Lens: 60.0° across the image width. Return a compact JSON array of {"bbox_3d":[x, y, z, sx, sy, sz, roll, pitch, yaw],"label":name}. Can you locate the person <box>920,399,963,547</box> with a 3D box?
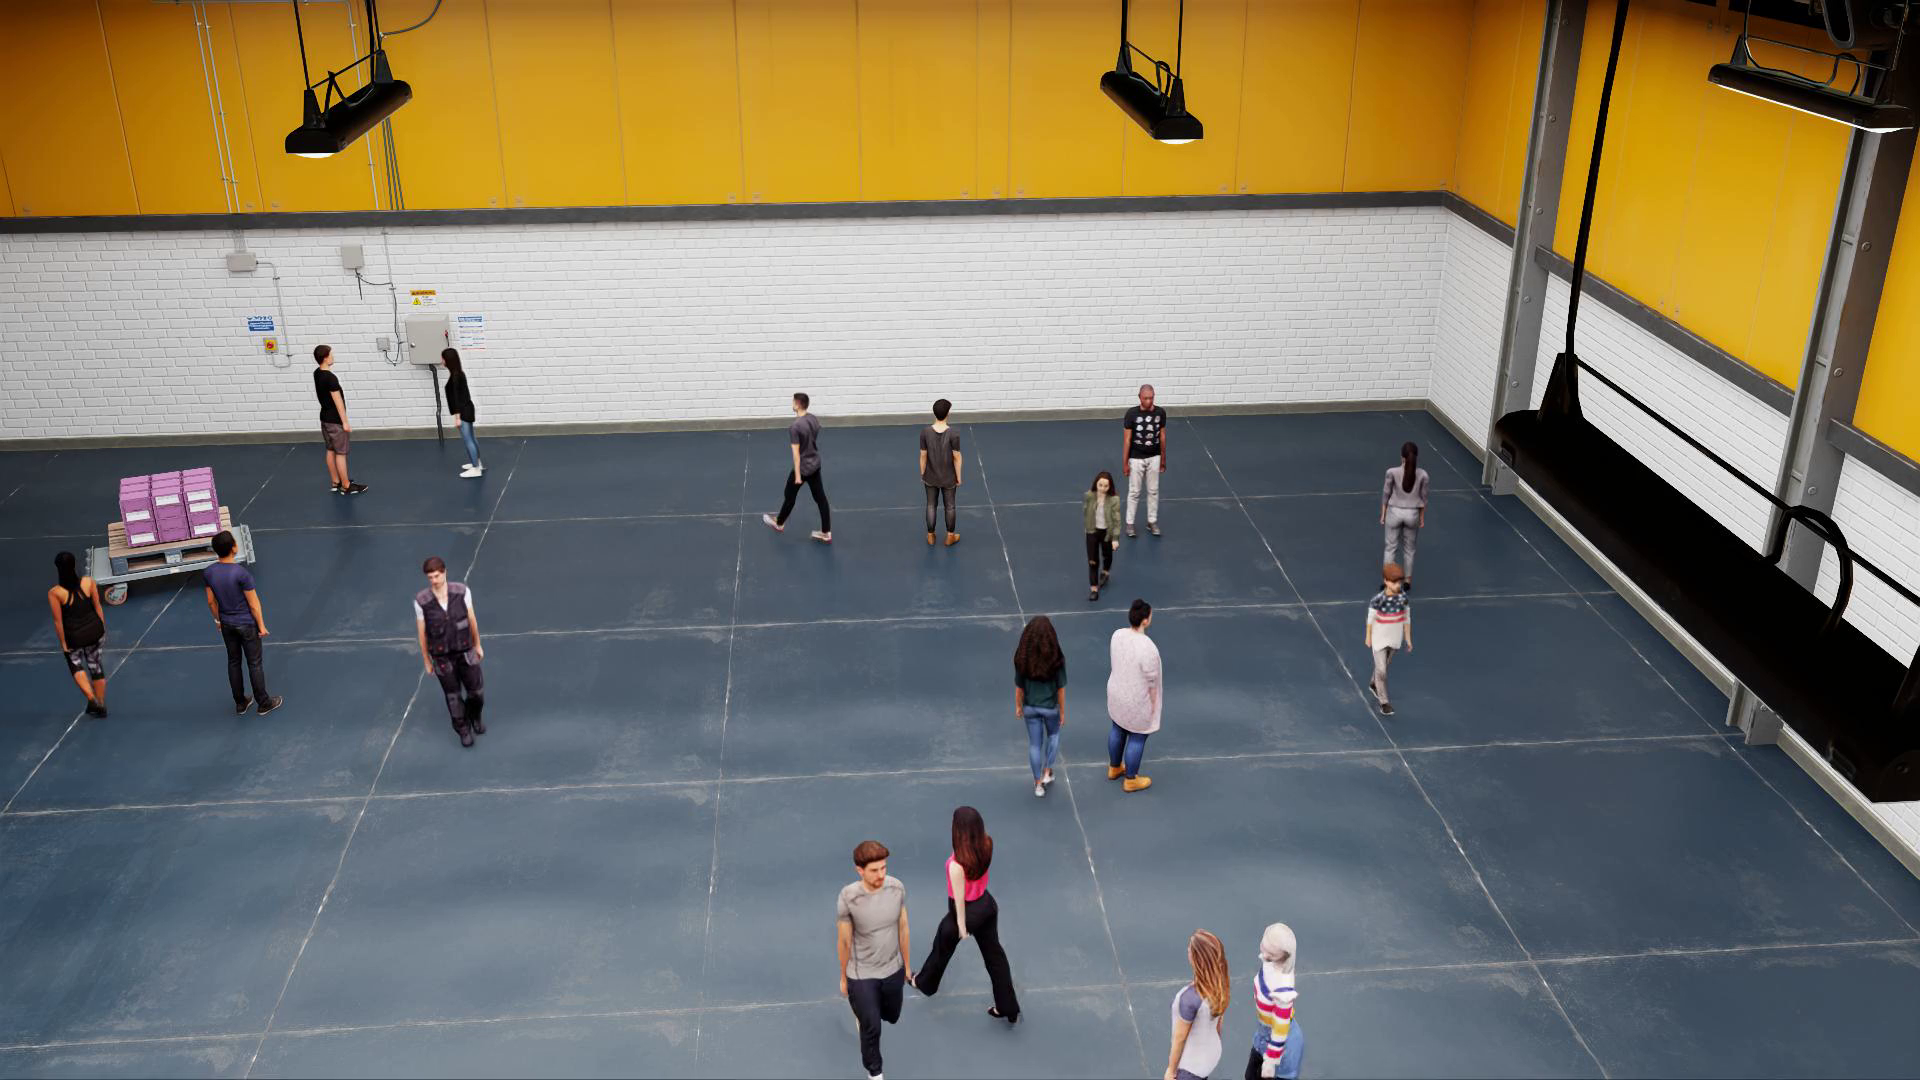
[{"bbox_3d":[-0.219,-0.762,18.715,0.690,1.715,0.649,5,24,11],"label":"person"}]

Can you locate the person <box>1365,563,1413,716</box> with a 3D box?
[{"bbox_3d":[3.927,0.857,15.395,0.614,1.409,0.910,-6,24,-14],"label":"person"}]

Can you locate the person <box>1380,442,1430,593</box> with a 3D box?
[{"bbox_3d":[4.668,-0.230,17.549,0.676,1.675,0.654,4,24,8],"label":"person"}]

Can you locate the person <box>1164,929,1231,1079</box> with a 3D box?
[{"bbox_3d":[1.462,3.116,9.863,1.008,1.701,0.972,17,29,34],"label":"person"}]

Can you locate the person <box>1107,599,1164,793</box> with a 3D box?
[{"bbox_3d":[1.442,1.292,13.982,0.848,1.743,0.747,-16,28,-33],"label":"person"}]

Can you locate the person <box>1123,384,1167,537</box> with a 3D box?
[{"bbox_3d":[2.105,-0.930,18.992,0.671,1.801,0.612,-4,24,-8],"label":"person"}]

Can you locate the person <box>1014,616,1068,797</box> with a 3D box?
[{"bbox_3d":[0.671,1.419,13.863,0.653,1.607,0.675,2,24,5],"label":"person"}]

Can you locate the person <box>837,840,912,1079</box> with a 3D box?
[{"bbox_3d":[-0.592,2.689,10.622,0.864,1.875,1.108,-10,26,-22],"label":"person"}]

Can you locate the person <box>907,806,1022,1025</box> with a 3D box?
[{"bbox_3d":[0.135,2.570,11.227,1.126,1.608,1.080,18,29,35],"label":"person"}]

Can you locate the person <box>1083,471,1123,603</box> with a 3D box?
[{"bbox_3d":[1.490,-0.086,17.541,0.823,1.417,1.089,8,25,17],"label":"person"}]

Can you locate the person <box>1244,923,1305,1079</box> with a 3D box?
[{"bbox_3d":[1.970,3.004,10.036,0.726,1.767,0.555,2,24,5],"label":"person"}]

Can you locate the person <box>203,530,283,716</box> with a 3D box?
[{"bbox_3d":[-6.576,0.758,15.142,0.684,1.793,0.605,3,24,7],"label":"person"}]

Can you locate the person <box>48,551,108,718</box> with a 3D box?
[{"bbox_3d":[-7.922,0.871,15.060,0.717,1.653,0.769,-21,31,-40],"label":"person"}]

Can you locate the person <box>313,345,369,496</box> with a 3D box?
[{"bbox_3d":[-7.604,-1.472,20.158,0.754,1.862,0.831,21,31,40],"label":"person"}]

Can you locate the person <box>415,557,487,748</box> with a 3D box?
[{"bbox_3d":[-4.499,0.945,14.665,0.784,1.832,0.789,-11,26,-24],"label":"person"}]

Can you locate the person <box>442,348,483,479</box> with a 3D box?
[{"bbox_3d":[-6.188,-1.603,20.735,0.645,1.640,0.498,-4,24,-9],"label":"person"}]

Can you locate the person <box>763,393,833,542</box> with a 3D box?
[{"bbox_3d":[-1.665,-0.778,18.753,1.126,1.715,1.159,13,27,27],"label":"person"}]
